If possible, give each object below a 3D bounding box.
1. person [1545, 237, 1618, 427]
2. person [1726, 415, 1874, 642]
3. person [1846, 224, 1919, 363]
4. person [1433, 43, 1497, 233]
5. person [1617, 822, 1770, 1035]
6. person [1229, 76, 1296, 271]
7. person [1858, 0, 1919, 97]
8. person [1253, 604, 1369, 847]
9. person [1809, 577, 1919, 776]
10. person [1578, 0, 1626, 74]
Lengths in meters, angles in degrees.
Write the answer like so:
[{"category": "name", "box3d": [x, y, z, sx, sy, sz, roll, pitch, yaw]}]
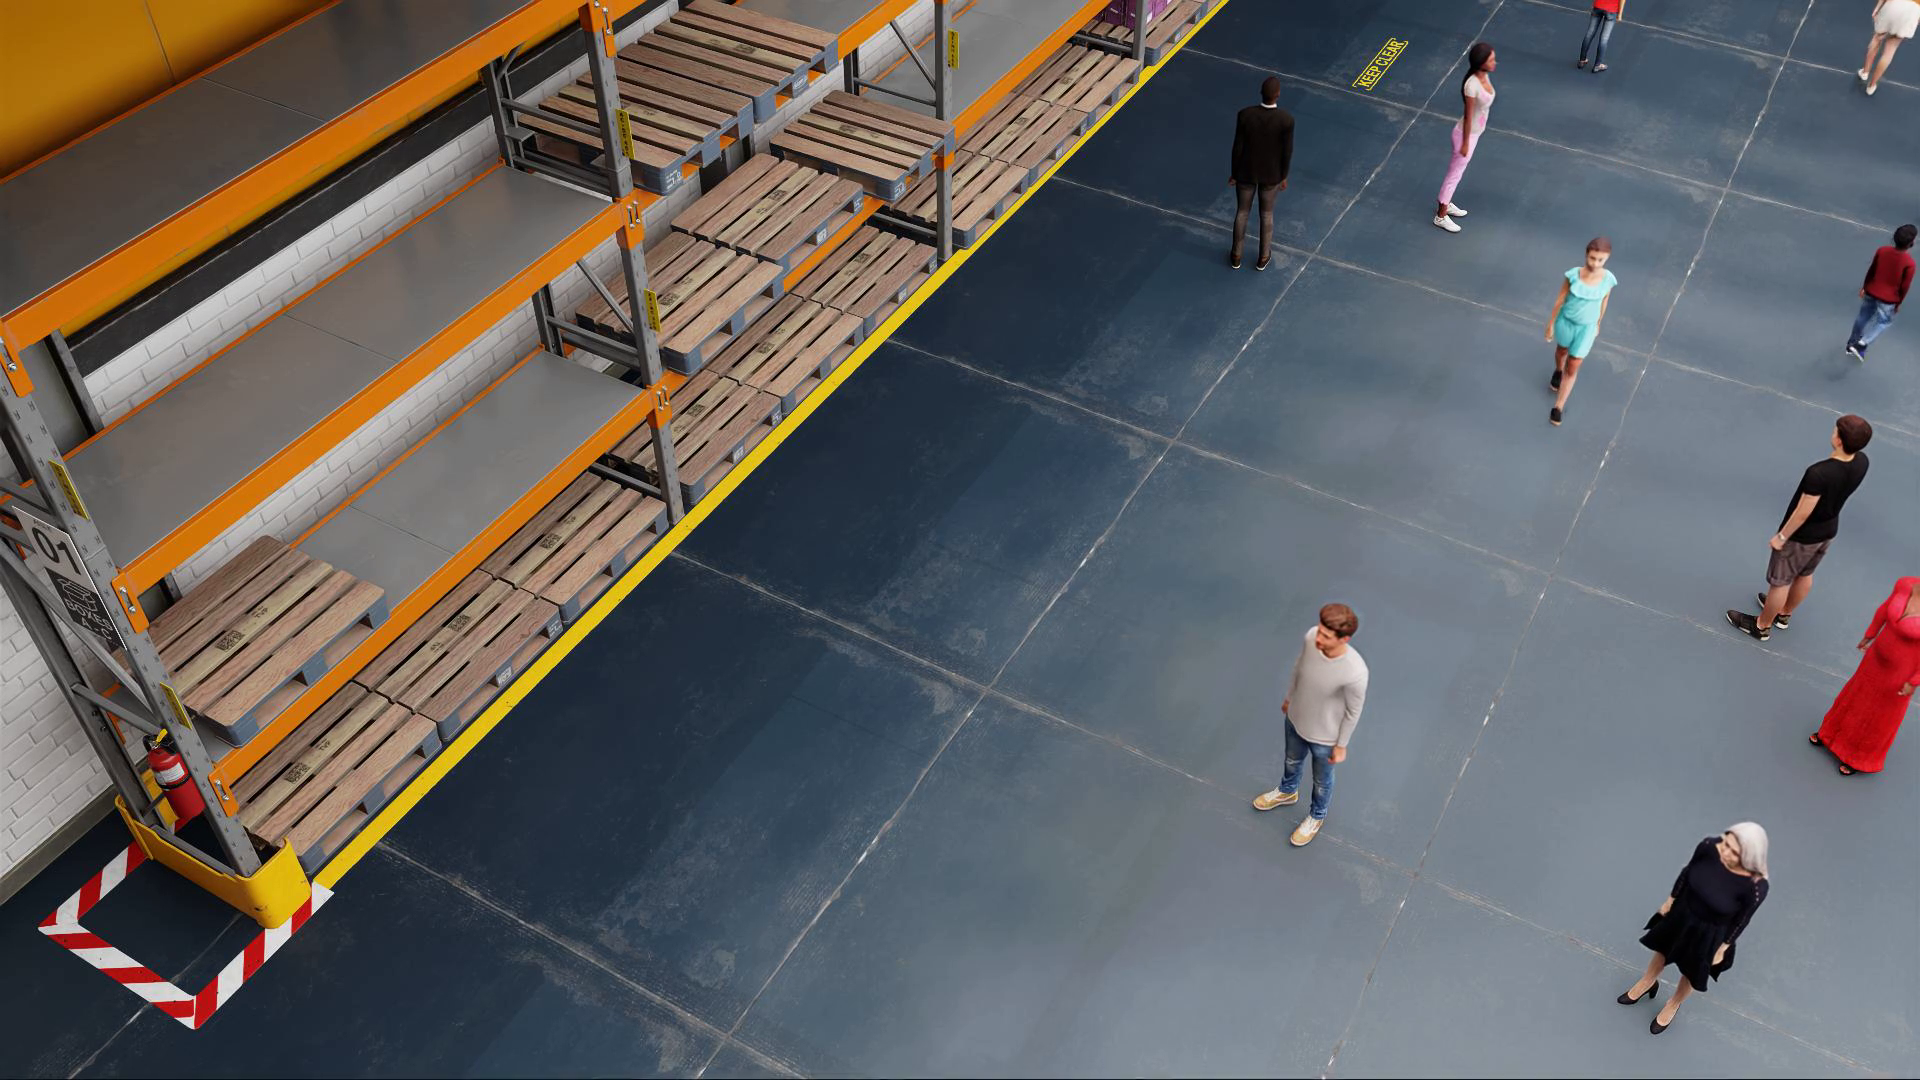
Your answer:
[{"category": "person", "box3d": [4.823, -1.722, 13.019, 0.683, 1.513, 1.087, 14, 45, 14]}, {"category": "person", "box3d": [5.636, -0.071, 11.033, 0.733, 1.861, 0.836, -19, 47, -19]}, {"category": "person", "box3d": [7.459, -1.984, 13.488, 0.688, 1.245, 0.620, -25, 49, -24]}, {"category": "person", "box3d": [4.513, -3.609, 14.834, 0.642, 1.741, 0.477, 17, 46, 17]}, {"category": "person", "box3d": [3.934, 2.066, 8.874, 0.720, 1.746, 0.697, -22, 48, -21]}, {"category": "person", "box3d": [2.575, -3.149, 14.309, 0.716, 1.800, 0.660, 9, 44, 9]}, {"category": "person", "box3d": [9.373, -5.249, 16.584, 0.622, 1.703, 0.691, 22, 48, 22]}, {"category": "person", "box3d": [2.114, 1.065, 9.811, 0.725, 1.902, 0.748, -25, 49, -24]}, {"category": "person", "box3d": [5.741, 0.766, 10.211, 0.793, 1.784, 0.741, -13, 45, -13]}, {"category": "person", "box3d": [6.633, -5.456, 17.086, 0.535, 1.310, 0.552, 33, 53, 30]}]
